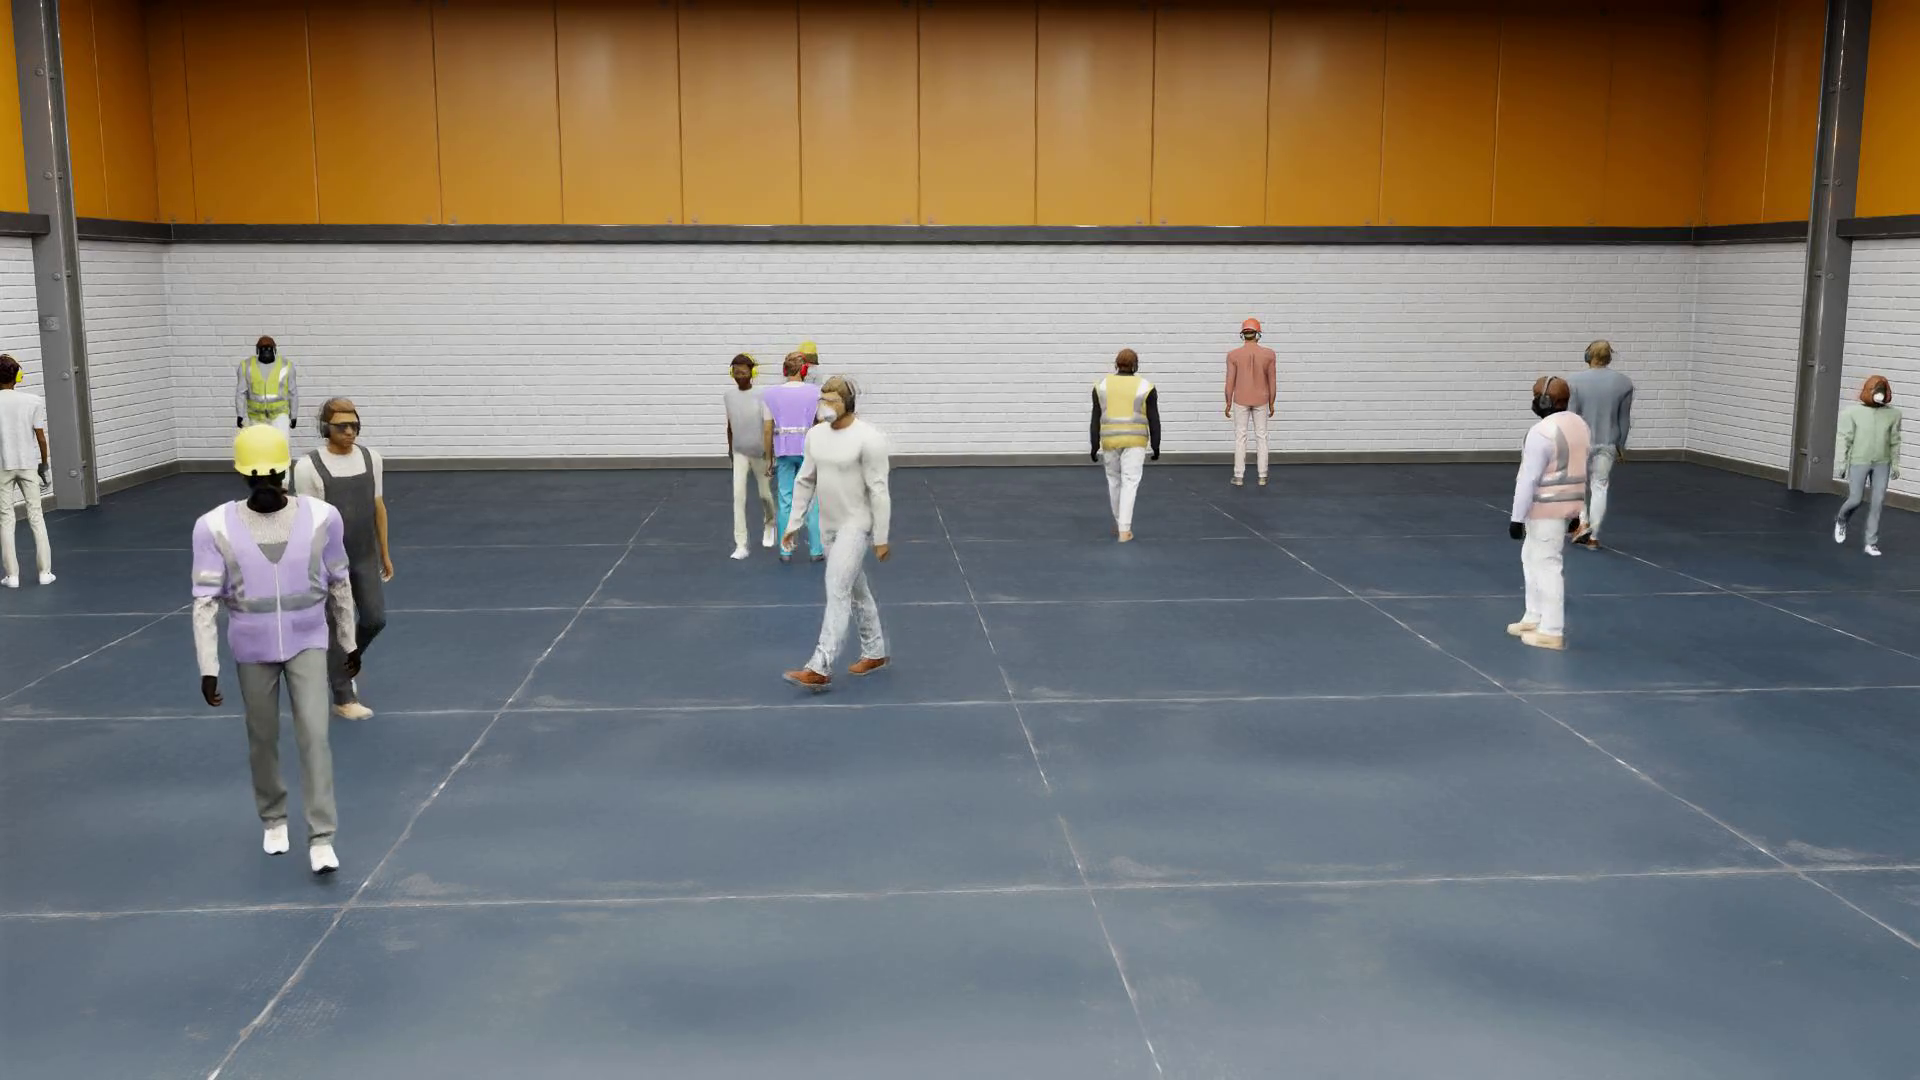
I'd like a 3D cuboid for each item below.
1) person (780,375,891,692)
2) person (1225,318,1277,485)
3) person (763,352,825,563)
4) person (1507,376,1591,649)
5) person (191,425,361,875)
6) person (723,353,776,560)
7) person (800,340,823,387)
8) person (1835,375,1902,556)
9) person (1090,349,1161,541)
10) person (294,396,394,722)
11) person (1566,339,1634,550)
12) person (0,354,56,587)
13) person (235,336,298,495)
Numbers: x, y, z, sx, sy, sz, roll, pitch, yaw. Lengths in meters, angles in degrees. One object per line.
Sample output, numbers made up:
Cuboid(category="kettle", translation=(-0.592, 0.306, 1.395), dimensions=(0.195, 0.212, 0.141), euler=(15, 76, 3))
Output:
Cuboid(category="person", translation=(-0.789, -0.043, 10.106), dimensions=(0.995, 1.888, 0.648), euler=(-9, 12, -43))
Cuboid(category="person", translation=(3.464, -1.644, 19.845), dimensions=(0.608, 1.988, 0.392), euler=(0, 9, 2))
Cuboid(category="person", translation=(-1.421, -0.706, 14.430), dimensions=(0.565, 1.837, 0.396), euler=(0, 9, 2))
Cuboid(category="person", translation=(3.869, -0.192, 11.223), dimensions=(0.654, 1.825, 0.633), euler=(-9, 13, -44))
Cuboid(category="person", translation=(-2.837, 0.461, 6.943), dimensions=(0.633, 1.881, 0.920), euler=(-4, 10, -25))
Cuboid(category="person", translation=(-1.852, -0.780, 14.955), dimensions=(0.533, 1.827, 0.956), euler=(2, 9, 10))
Cuboid(category="person", translation=(-1.916, -1.585, 20.337), dimensions=(0.486, 1.712, 0.750), euler=(3, 10, 18))
Cuboid(category="person", translation=(8.156, -0.680, 14.962), dimensions=(0.506, 1.621, 0.472), euler=(1, 9, 7))
Cuboid(category="person", translation=(1.605, -0.922, 15.919), dimensions=(0.655, 1.792, 0.954), euler=(3, 10, 20))
Cuboid(category="person", translation=(-3.492, 0.098, 9.381), dimensions=(0.522, 1.836, 0.551), euler=(8, 12, 41))
Cuboid(category="person", translation=(5.788, -0.872, 15.192), dimensions=(0.639, 1.920, 0.442), euler=(1, 9, 3))
Cuboid(category="person", translation=(-7.601, -0.552, 13.359), dimensions=(0.519, 1.873, 0.335), euler=(-5, 11, -31))
Cuboid(category="person", translation=(-7.898, -1.405, 18.951), dimensions=(0.648, 1.800, 0.926), euler=(-2, 9, -15))
